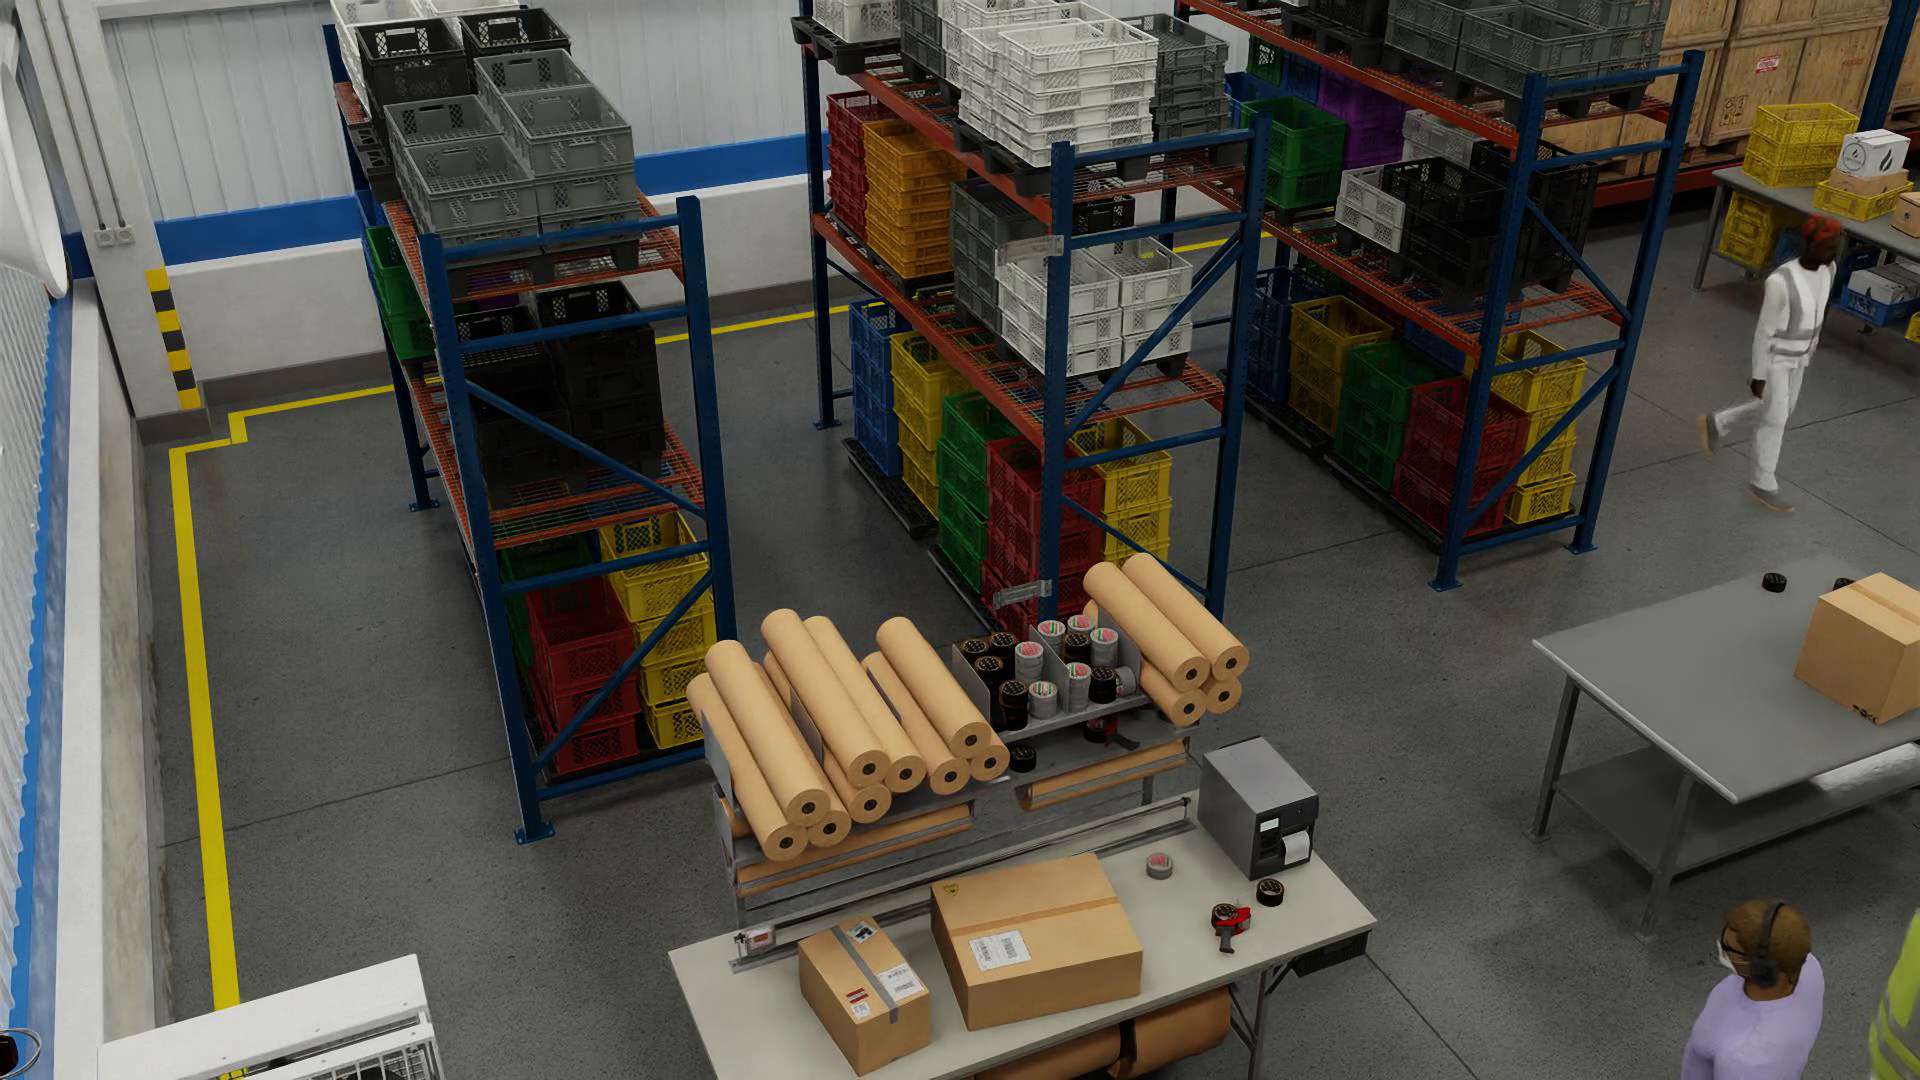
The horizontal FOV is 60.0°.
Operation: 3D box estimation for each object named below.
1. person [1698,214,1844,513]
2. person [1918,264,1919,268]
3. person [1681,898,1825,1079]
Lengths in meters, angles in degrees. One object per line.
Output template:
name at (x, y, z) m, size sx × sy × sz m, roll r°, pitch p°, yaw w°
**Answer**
person at (5.054, -1.143, 10.298) m, size 0.597 × 1.862 × 0.790 m, roll -19°, pitch 36°, yaw -28°
person at (7.694, -2.657, 12.752) m, size 0.325 × 1.865 × 0.515 m, roll 22°, pitch 38°, yaw 32°
person at (2.400, 1.892, 5.297) m, size 0.371 × 1.935 × 0.627 m, roll 22°, pitch 38°, yaw 31°
